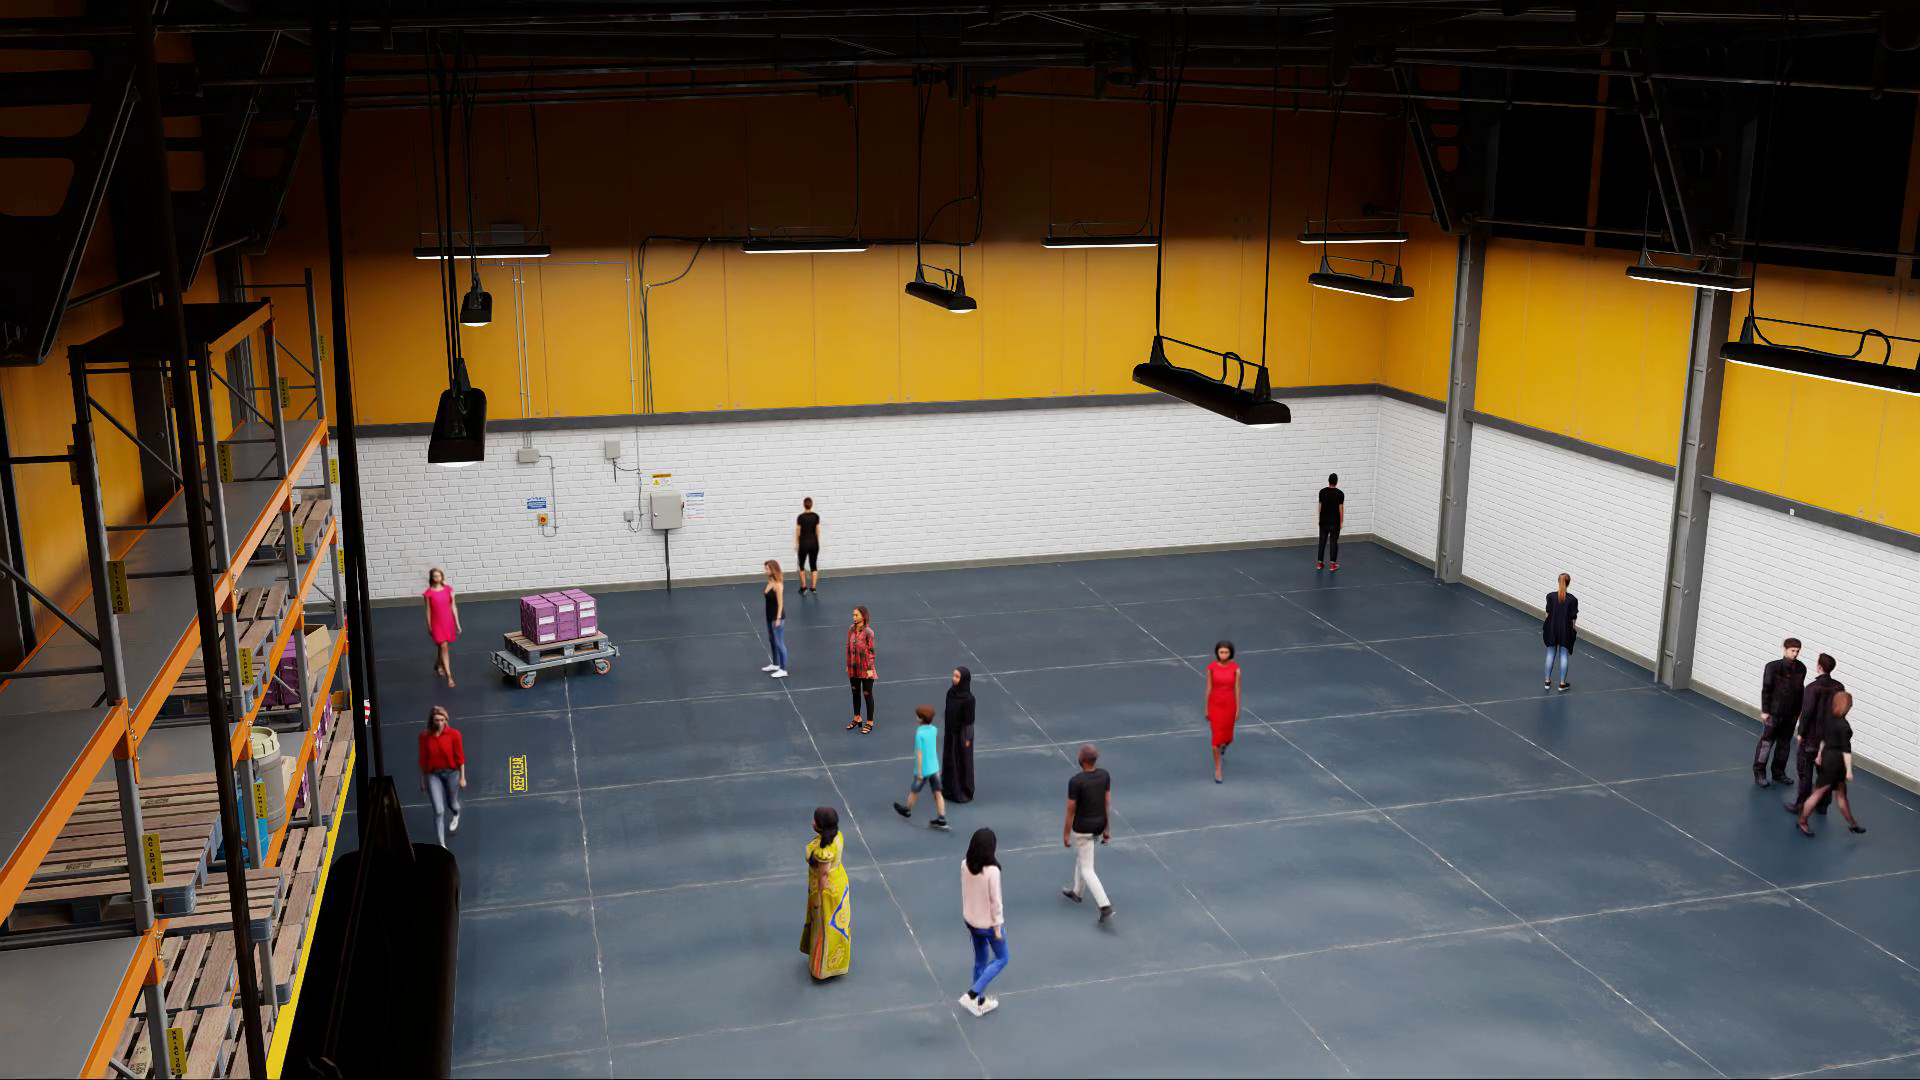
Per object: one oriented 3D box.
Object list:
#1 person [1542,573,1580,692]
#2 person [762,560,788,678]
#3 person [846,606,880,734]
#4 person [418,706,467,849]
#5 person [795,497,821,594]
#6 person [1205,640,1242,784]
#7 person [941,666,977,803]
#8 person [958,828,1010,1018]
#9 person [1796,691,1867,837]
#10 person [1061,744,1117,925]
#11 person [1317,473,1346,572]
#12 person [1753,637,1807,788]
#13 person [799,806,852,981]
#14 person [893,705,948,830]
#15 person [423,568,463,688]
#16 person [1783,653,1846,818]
[{"bbox_3d":[8.445,1.277,23.430,0.706,1.683,0.779,9,16,32],"label":"person"},{"bbox_3d":[-2.667,1.113,24.024,0.695,1.722,0.518,-7,15,-27],"label":"person"},{"bbox_3d":[-1.291,1.675,21.744,0.679,1.703,0.766,10,17,37],"label":"person"},{"bbox_3d":[-5.624,2.570,18.113,0.629,1.673,1.052,-3,14,-12],"label":"person"},{"bbox_3d":[-2.598,0.088,28.377,0.664,1.666,0.632,-7,15,-27],"label":"person"},{"bbox_3d":[3.181,2.044,20.171,0.799,1.727,1.007,2,14,8],"label":"person"},{"bbox_3d":[-0.006,2.261,19.521,0.752,1.612,0.657,-11,18,-39],"label":"person"},{"bbox_3d":[0.137,3.387,14.556,0.863,1.759,0.793,-11,17,-38],"label":"person"},{"bbox_3d":[9.560,2.505,18.408,0.988,1.660,1.034,3,14,11],"label":"person"},{"bbox_3d":[1.313,2.917,16.467,0.926,1.773,1.277,-9,16,-33],"label":"person"},{"bbox_3d":[6.665,-0.335,29.933,0.698,1.756,0.749,7,15,27],"label":"person"},{"bbox_3d":[9.838,2.042,19.939,0.724,1.840,0.560,-3,14,-11],"label":"person"},{"bbox_3d":[-1.224,3.233,15.400,1.032,1.661,0.888,2,14,7],"label":"person"},{"bbox_3d":[-0.319,2.568,18.668,1.013,1.415,0.863,11,18,39],"label":"person"},{"bbox_3d":[-7.401,1.211,23.700,0.868,1.684,1.108,-11,17,-37],"label":"person"},{"bbox_3d":[9.810,2.222,19.043,0.682,1.911,0.560,-3,14,-13],"label":"person"}]
